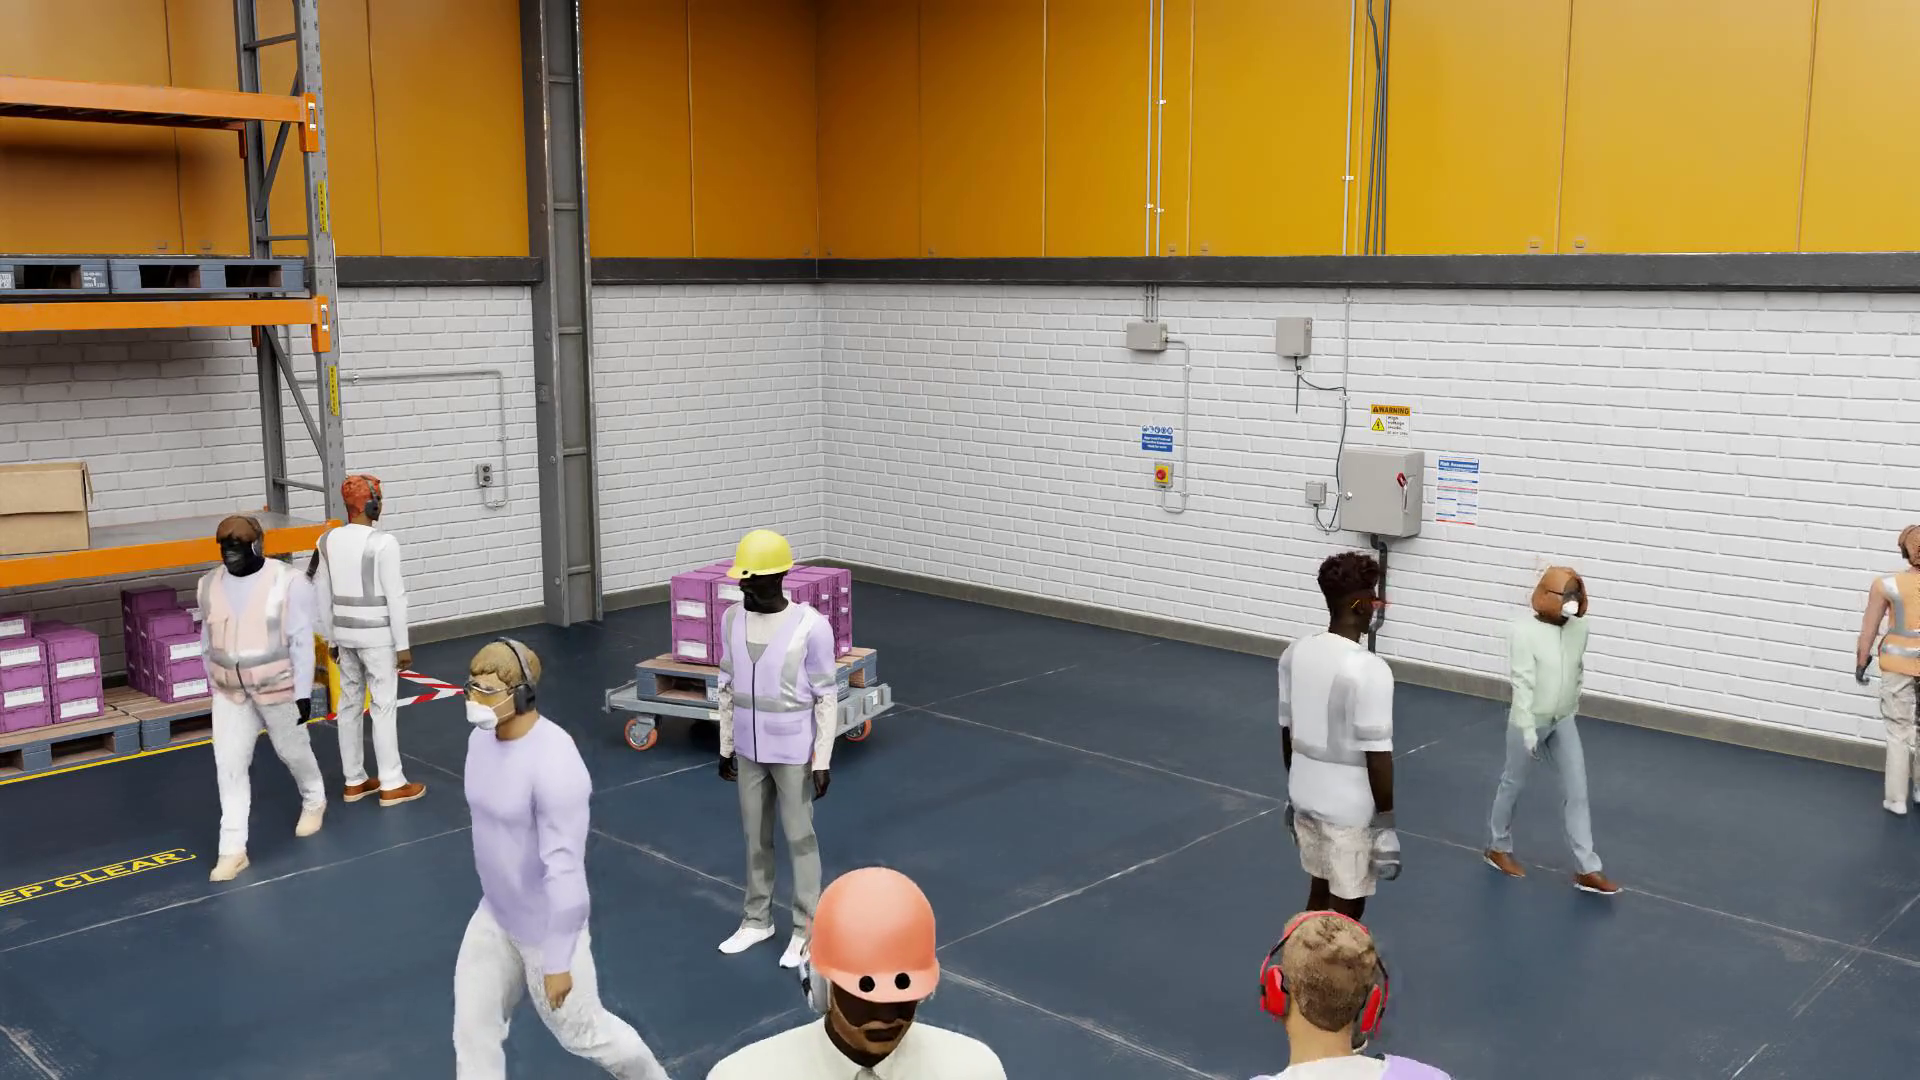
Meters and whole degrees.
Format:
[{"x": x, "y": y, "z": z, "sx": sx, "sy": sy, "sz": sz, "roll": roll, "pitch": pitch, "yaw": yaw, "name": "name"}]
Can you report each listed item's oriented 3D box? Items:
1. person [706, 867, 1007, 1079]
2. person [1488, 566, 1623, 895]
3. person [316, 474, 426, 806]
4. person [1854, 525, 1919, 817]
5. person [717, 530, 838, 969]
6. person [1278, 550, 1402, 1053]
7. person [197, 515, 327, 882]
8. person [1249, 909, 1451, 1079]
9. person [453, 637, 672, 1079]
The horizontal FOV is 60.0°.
[{"x": -0.213, "y": 1.543, "z": 3.229, "sx": 0.619, "sy": 1.963, "sz": 0.919, "roll": -2, "pitch": 9, "yaw": -10, "name": "person"}, {"x": 2.895, "y": 0.927, "z": 8.091, "sx": 0.513, "sy": 1.602, "sz": 0.801, "roll": -4, "pitch": 10, "yaw": -21, "name": "person"}, {"x": -3.356, "y": 0.567, "z": 9.431, "sx": 0.575, "sy": 1.883, "sz": 0.362, "roll": 4, "pitch": 10, "yaw": 24, "name": "person"}, {"x": 5.293, "y": 0.712, "z": 9.287, "sx": 0.547, "sy": 1.622, "sz": 0.519, "roll": 3, "pitch": 10, "yaw": 18, "name": "person"}, {"x": -0.819, "y": 0.902, "z": 7.248, "sx": 0.594, "sy": 1.923, "sz": 0.371, "roll": 5, "pitch": 11, "yaw": 29, "name": "person"}, {"x": 1.477, "y": 1.017, "z": 6.495, "sx": 0.485, "sy": 1.960, "sz": 0.628, "roll": -4, "pitch": 10, "yaw": -22, "name": "person"}, {"x": -3.585, "y": 0.749, "z": 8.572, "sx": 0.622, "sy": 1.813, "sz": 0.920, "roll": 0, "pitch": 9, "yaw": 1, "name": "person"}, {"x": 0.616, "y": 1.603, "z": 3.313, "sx": 0.615, "sy": 1.793, "sz": 0.872, "roll": -4, "pitch": 10, "yaw": -25, "name": "person"}, {"x": -1.329, "y": 1.222, "z": 5.407, "sx": 0.996, "sy": 1.900, "sz": 0.644, "roll": -9, "pitch": 13, "yaw": -43, "name": "person"}]
